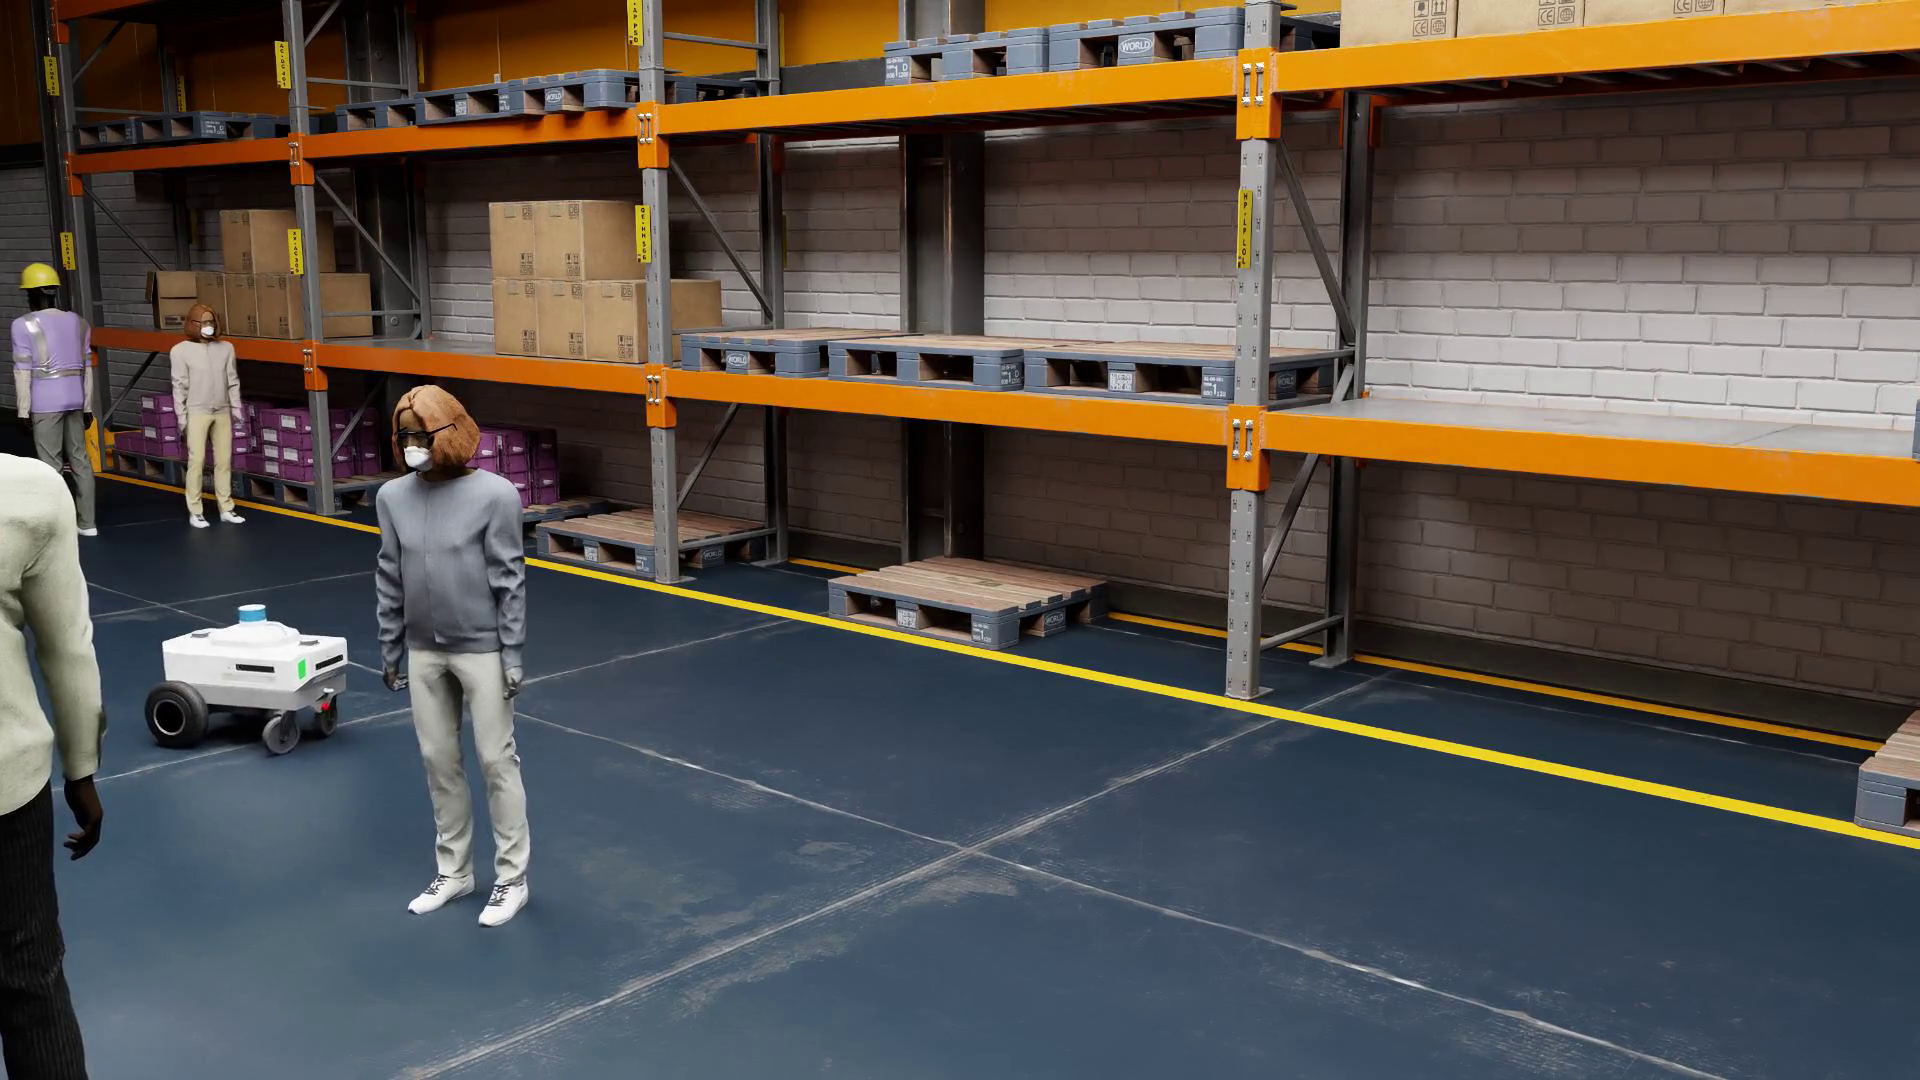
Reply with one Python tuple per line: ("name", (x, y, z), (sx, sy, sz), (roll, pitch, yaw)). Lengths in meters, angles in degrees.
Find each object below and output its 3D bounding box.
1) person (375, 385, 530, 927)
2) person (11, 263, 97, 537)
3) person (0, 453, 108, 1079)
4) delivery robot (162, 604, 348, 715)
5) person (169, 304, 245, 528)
("person", (-1.532, 0.345, 5.010), (0.506, 1.622, 0.298), (3, 10, 16))
("person", (-6.259, -0.940, 11.494), (0.394, 1.921, 0.589), (4, 11, 21))
("person", (-1.978, 0.476, 3.191), (0.622, 1.995, 0.374), (-8, 13, -37))
("delivery robot", (-2.894, 0.509, 6.842), (0.707, 0.478, 0.477), (3, 10, 15))
("person", (-5.478, -0.904, 12.116), (0.282, 1.624, 0.497), (6, 12, 32))
